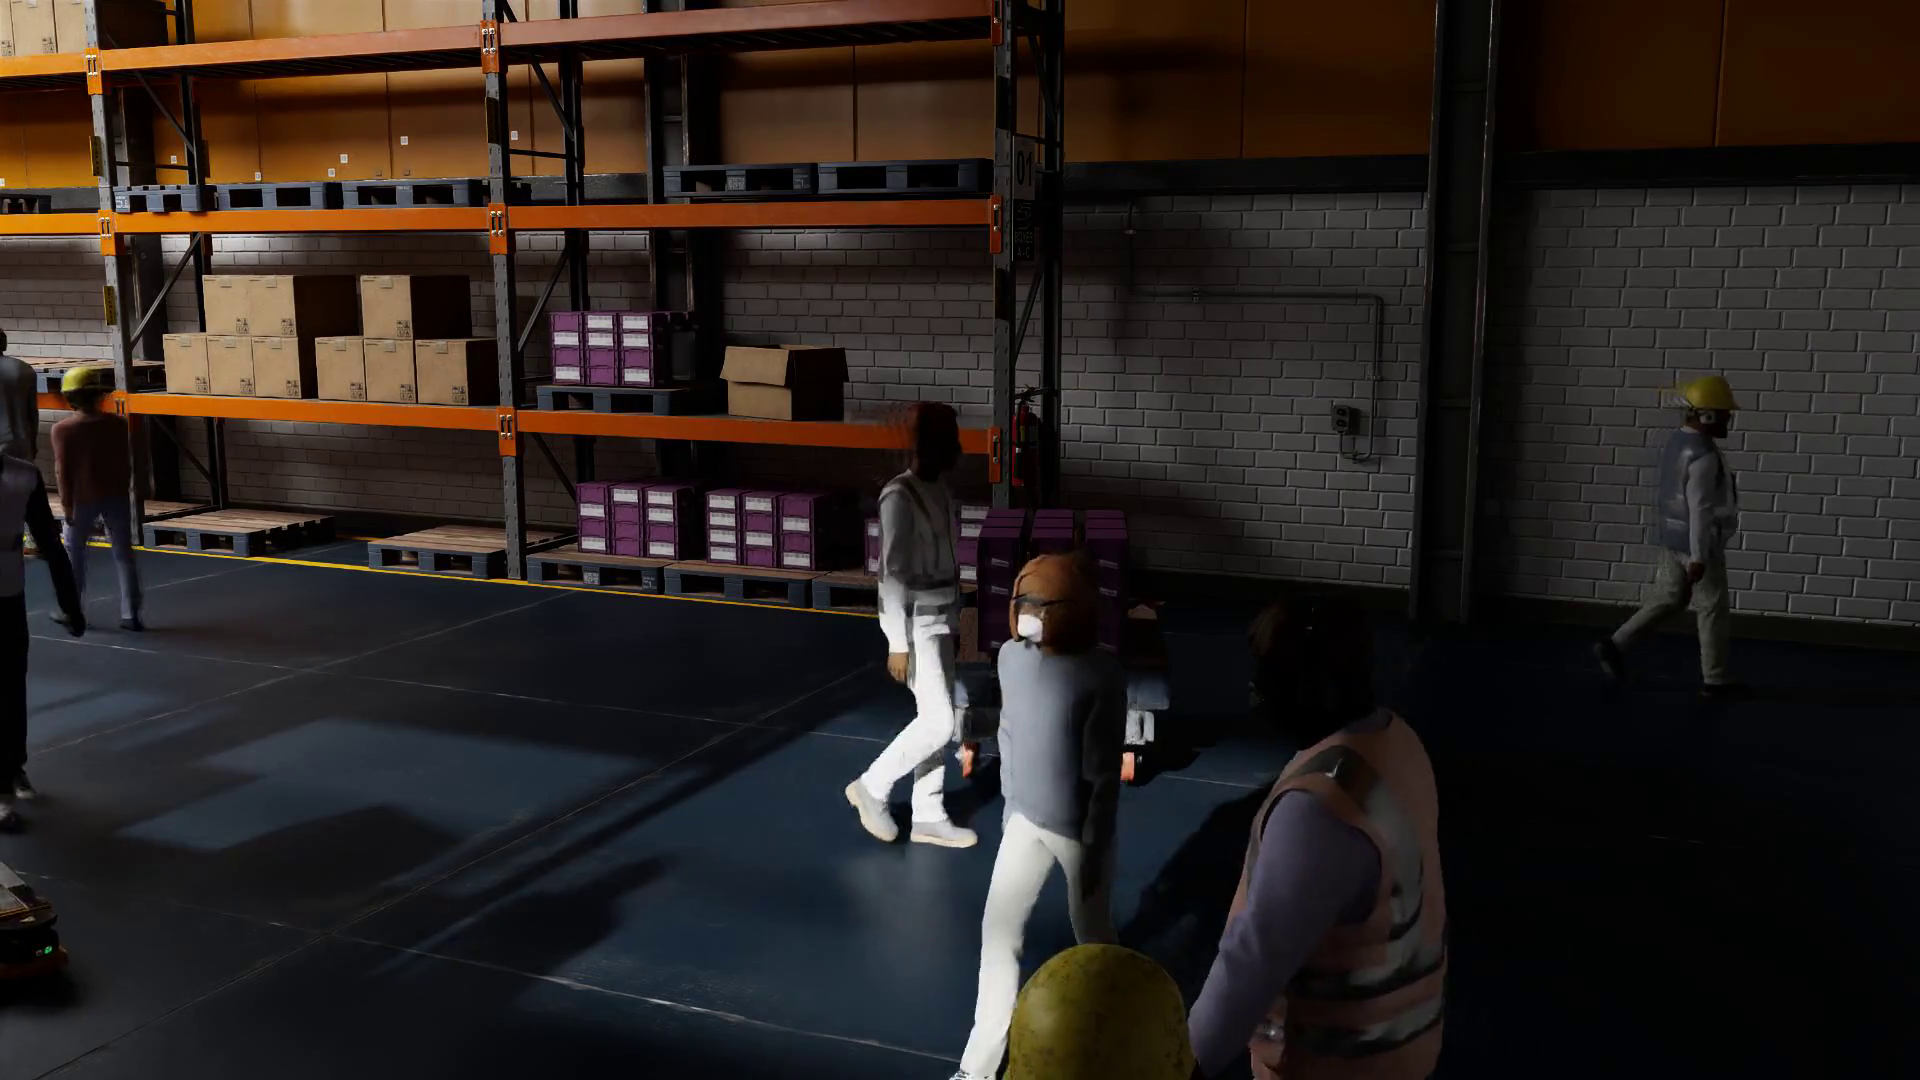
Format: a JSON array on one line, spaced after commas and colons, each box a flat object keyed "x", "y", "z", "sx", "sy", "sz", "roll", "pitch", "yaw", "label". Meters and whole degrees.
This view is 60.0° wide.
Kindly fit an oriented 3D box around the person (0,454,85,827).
[{"x": -4.217, "y": 0.292, "z": 7.201, "sx": 0.733, "sy": 1.872, "sz": 0.842, "roll": -7, "pitch": 12, "yaw": -35, "label": "person"}]

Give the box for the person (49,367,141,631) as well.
[{"x": -5.749, "y": -0.267, "z": 11.002, "sx": 0.809, "sy": 1.737, "sz": 0.546, "roll": 7, "pitch": 12, "yaw": 36, "label": "person"}]

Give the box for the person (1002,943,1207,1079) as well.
[{"x": 0.226, "y": 1.249, "z": 2.014, "sx": 0.493, "sy": 1.707, "sz": 0.857, "roll": 6, "pitch": 11, "yaw": 30, "label": "person"}]

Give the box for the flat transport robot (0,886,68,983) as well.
[{"x": -3.750, "y": 1.312, "z": 5.902, "sx": 0.652, "sy": 0.197, "sz": 1.431, "roll": -9, "pitch": 13, "yaw": -44, "label": "flat transport robot"}]

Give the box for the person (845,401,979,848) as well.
[{"x": -0.159, "y": 0.363, "z": 6.810, "sx": 0.452, "sy": 1.866, "sz": 0.596, "roll": 3, "pitch": 10, "yaw": 19, "label": "person"}]

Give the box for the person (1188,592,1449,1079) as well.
[{"x": 0.654, "y": 0.986, "z": 3.315, "sx": 0.951, "sy": 1.782, "sz": 0.634, "roll": 3, "pitch": 10, "yaw": 20, "label": "person"}]

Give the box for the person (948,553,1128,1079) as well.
[{"x": 0.199, "y": 0.844, "z": 4.683, "sx": 0.739, "sy": 1.600, "sz": 0.528, "roll": -9, "pitch": 13, "yaw": -42, "label": "person"}]

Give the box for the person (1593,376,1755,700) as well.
[{"x": 4.021, "y": -0.012, "z": 9.234, "sx": 0.787, "sy": 1.811, "sz": 0.591, "roll": 1, "pitch": 9, "yaw": 4, "label": "person"}]

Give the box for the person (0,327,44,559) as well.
[{"x": -7.699, "y": -0.769, "z": 13.382, "sx": 0.370, "sy": 1.940, "sz": 0.627, "roll": 4, "pitch": 10, "yaw": 22, "label": "person"}]
